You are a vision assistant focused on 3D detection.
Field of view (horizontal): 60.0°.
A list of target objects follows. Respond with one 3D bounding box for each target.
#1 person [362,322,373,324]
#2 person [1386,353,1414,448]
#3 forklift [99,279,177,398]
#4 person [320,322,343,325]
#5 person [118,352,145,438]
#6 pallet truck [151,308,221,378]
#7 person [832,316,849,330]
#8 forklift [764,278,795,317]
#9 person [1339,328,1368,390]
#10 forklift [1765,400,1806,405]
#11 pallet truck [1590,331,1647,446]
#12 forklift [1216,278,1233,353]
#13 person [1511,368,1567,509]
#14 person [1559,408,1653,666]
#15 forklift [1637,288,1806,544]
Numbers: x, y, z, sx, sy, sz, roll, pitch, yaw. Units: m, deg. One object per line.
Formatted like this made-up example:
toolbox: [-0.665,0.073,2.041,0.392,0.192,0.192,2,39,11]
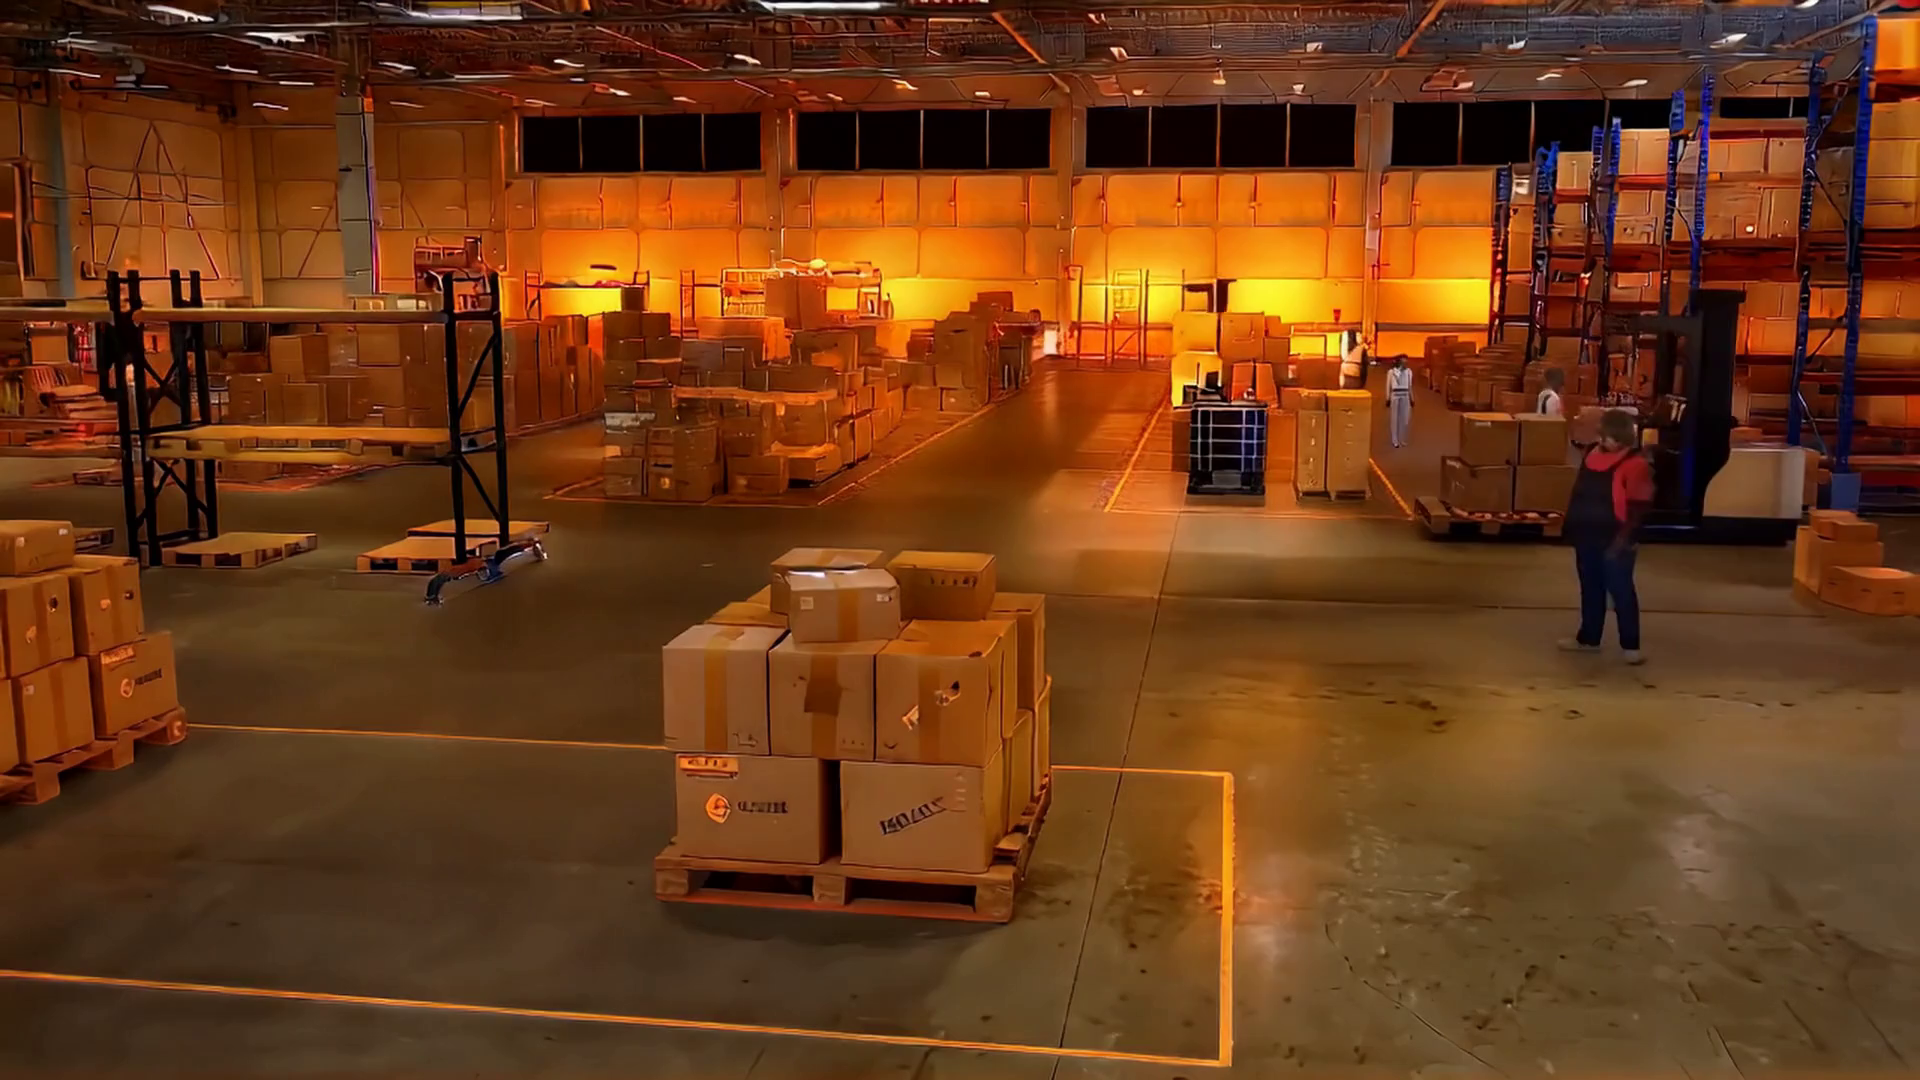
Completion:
person: [-14.152,-4.412,40.069,0.560,1.920,0.566,8,12,39]
person: [7.535,-2.376,28.408,0.546,1.618,0.523,-2,9,-9]
forklift: [-19.605,-4.721,39.028,1.873,2.768,1.129,1,9,9]
person: [-18.461,-5.838,48.965,0.630,1.898,0.982,-4,10,-24]
person: [-14.641,-2.516,29.378,0.518,1.600,0.836,-2,9,-11]
pallet truck: [-21.869,-5.598,47.154,0.823,1.965,1.885,4,10,26]
person: [-2.855,-4.419,40.063,0.627,1.941,0.371,4,10,21]
forklift: [-4.590,-5.277,42.458,1.873,2.768,1.129,5,11,29]
person: [7.731,-3.203,32.666,0.592,1.911,0.385,9,13,44]
forklift: [18.430,-4.531,37.861,1.873,2.768,1.129,-6,11,-31]
pallet truck: [11.253,-2.573,28.499,0.823,1.965,1.885,5,10,27]
forklift: [7.185,-5.780,45.565,1.873,2.768,1.129,1,9,9]
person: [7.318,-1.226,20.711,0.981,1.836,0.594,1,9,6]
person: [4.984,-0.064,12.892,0.533,2.000,0.807,-2,10,-14]
forklift: [8.413,-1.423,18.691,1.873,2.768,1.129,1,9,9]
